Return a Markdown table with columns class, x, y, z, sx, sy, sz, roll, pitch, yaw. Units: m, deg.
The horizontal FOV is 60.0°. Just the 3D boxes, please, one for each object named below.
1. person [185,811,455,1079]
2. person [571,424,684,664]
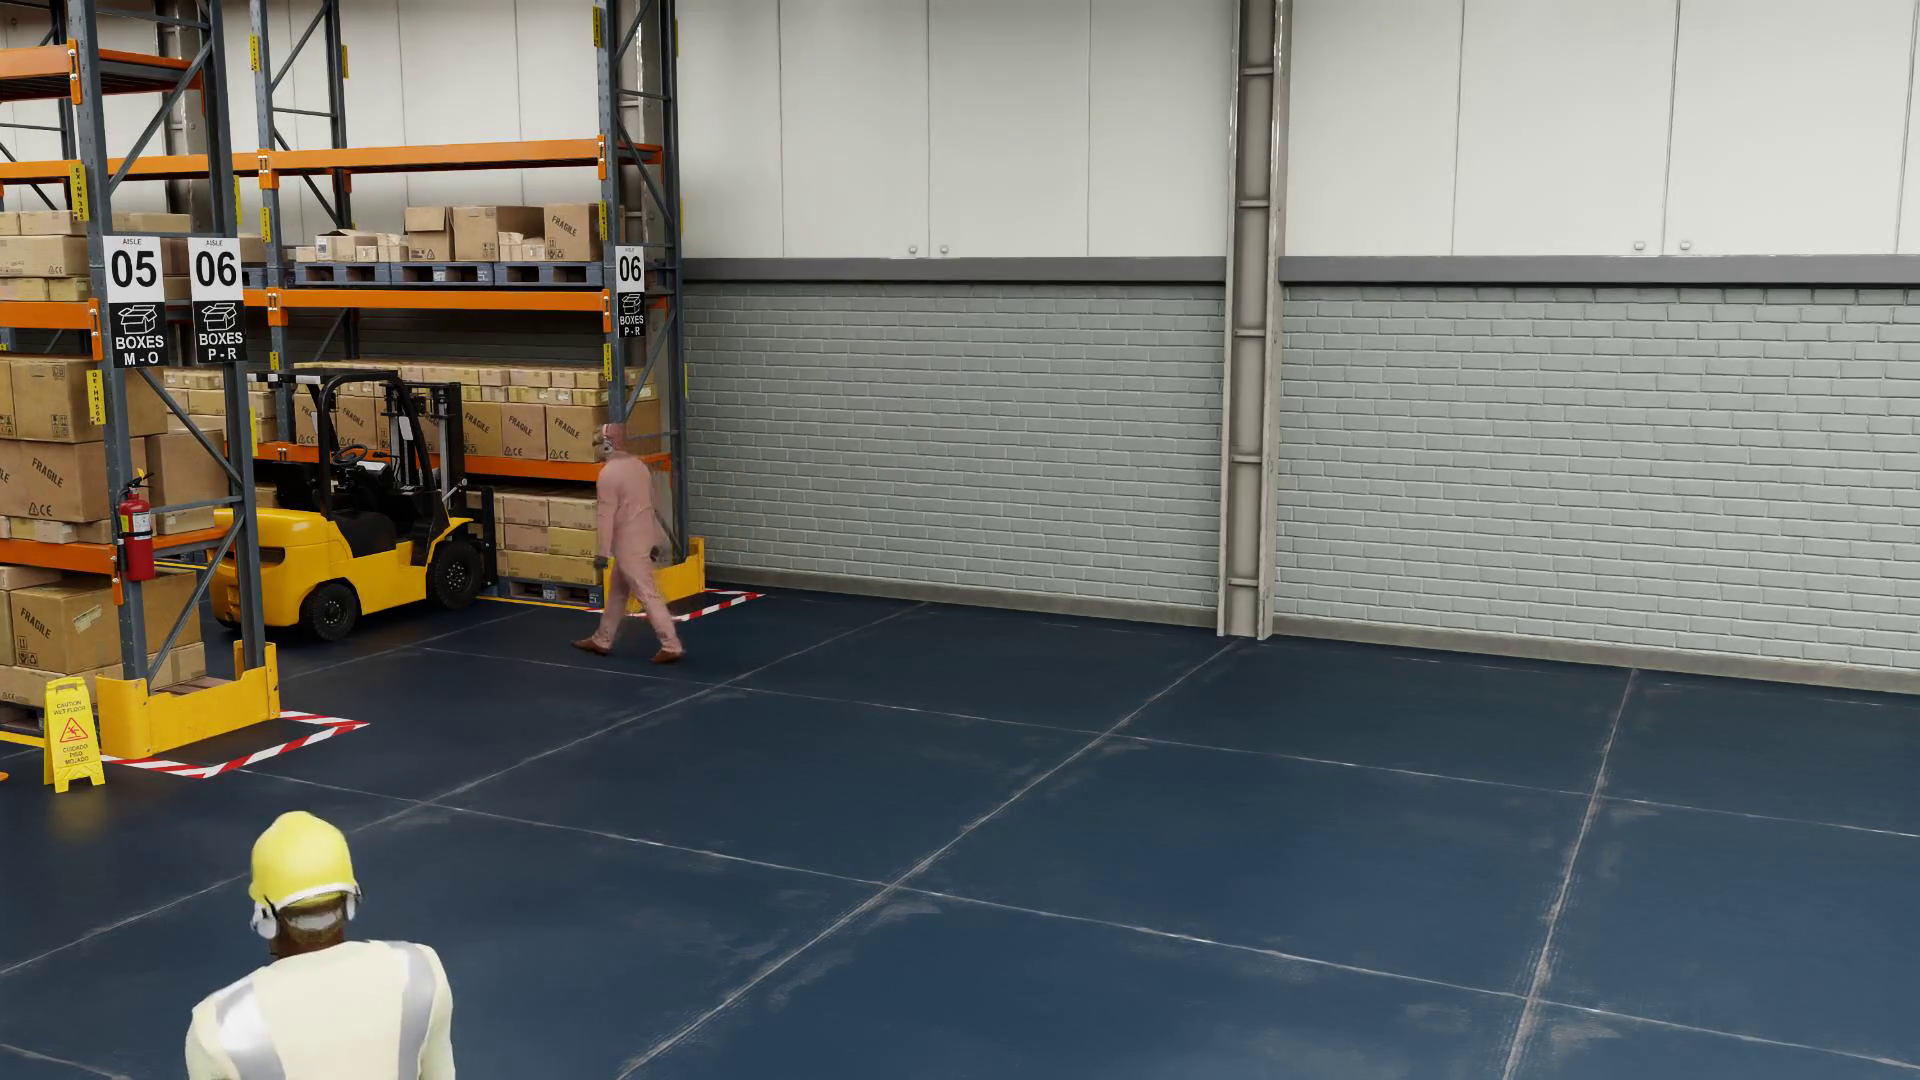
| class | x | y | z | sx | sy | sz | roll | pitch | yaw |
| --- | --- | --- | --- | --- | --- | --- | --- | --- | --- |
| person | -1.441 | 1.512 | 3.798 | 0.600 | 1.827 | 0.404 | -8 | 12 | -40 |
| person | -2.557 | 0.036 | 12.801 | 0.974 | 1.854 | 0.649 | 1 | 9 | 9 |
